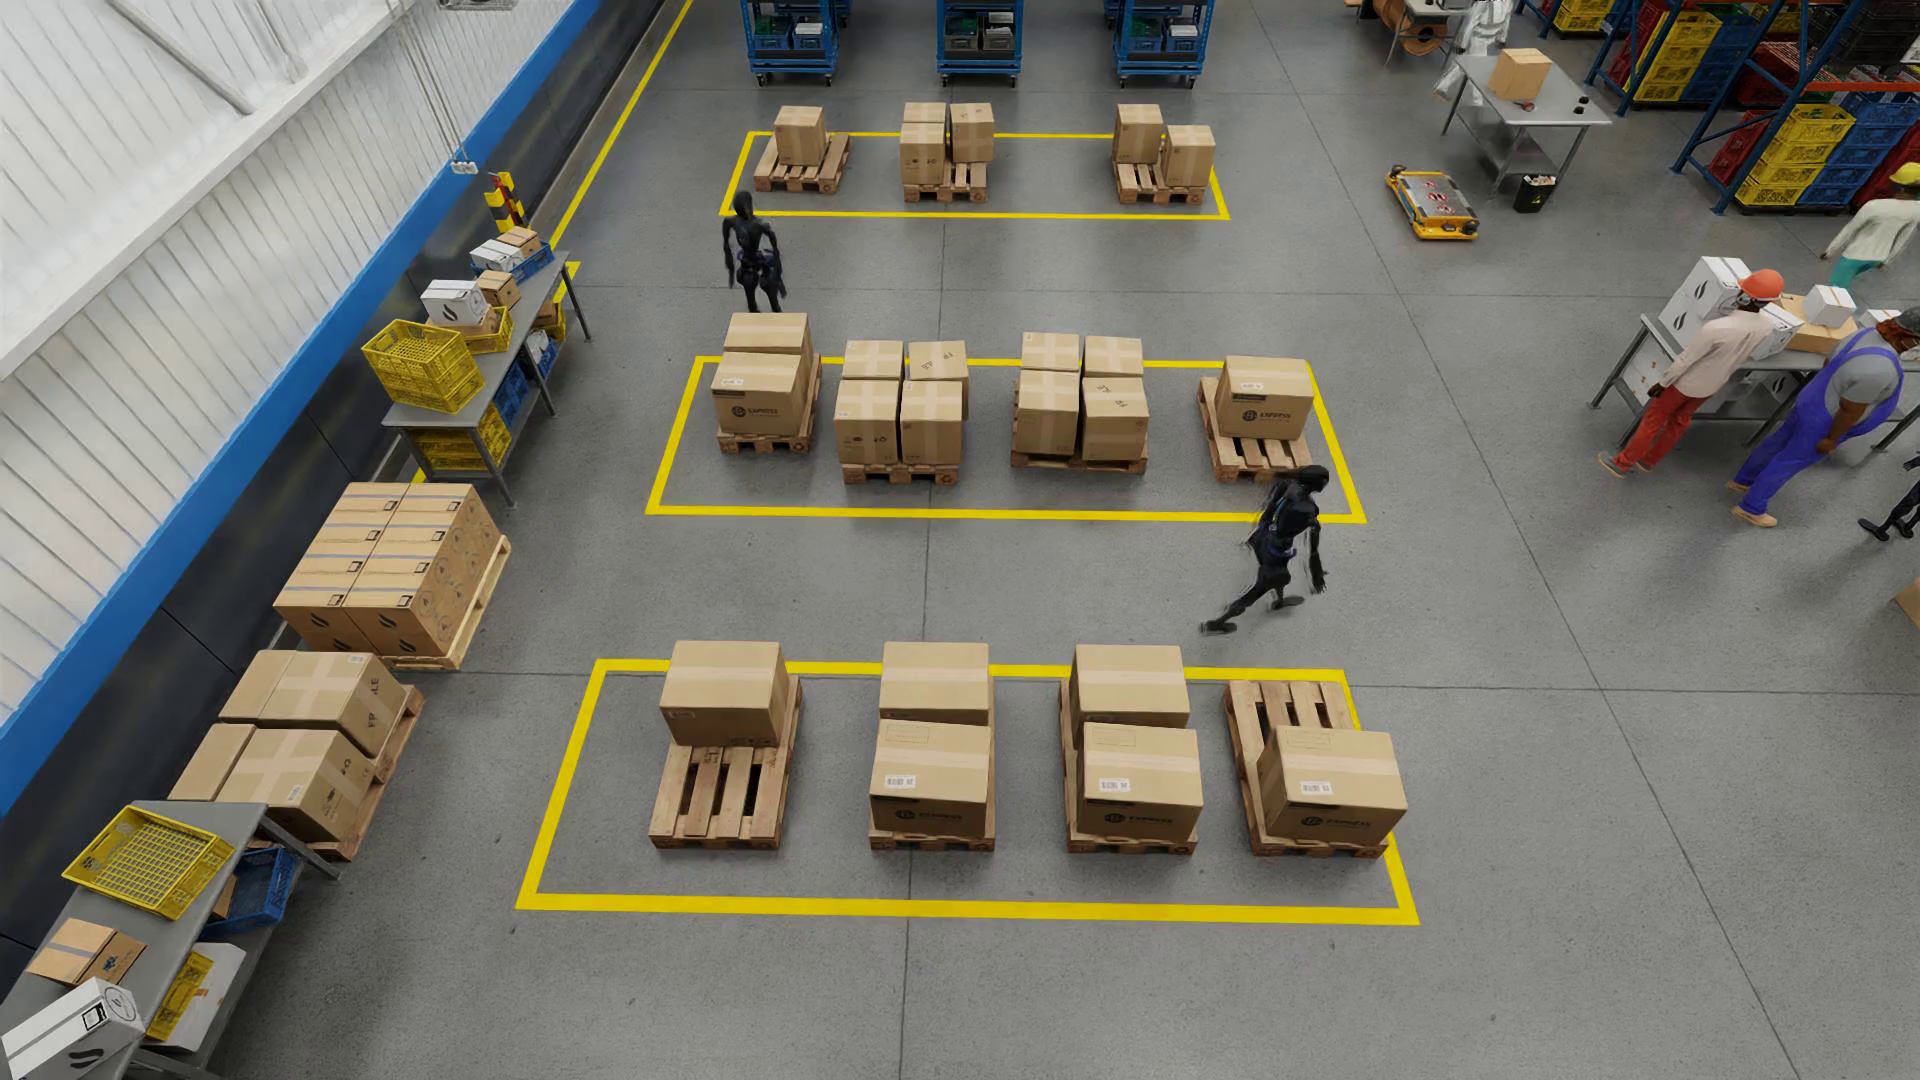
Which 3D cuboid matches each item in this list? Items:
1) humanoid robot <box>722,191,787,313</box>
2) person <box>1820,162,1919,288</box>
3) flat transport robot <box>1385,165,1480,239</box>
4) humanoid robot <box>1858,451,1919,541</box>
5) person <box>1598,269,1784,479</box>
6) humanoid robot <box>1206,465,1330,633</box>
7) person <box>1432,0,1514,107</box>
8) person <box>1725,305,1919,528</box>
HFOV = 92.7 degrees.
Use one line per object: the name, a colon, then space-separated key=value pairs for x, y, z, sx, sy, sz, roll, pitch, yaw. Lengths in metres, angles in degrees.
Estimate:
humanoid robot: x=-1.973 y=-2.582 z=8.835 sx=0.623 sy=1.644 sz=0.355 roll=9 pitch=50 yaw=8
person: x=8.809 y=-2.799 z=8.983 sx=0.535 sy=1.733 sz=0.663 roll=3 pitch=49 yaw=2
flat transport robot: x=5.692 y=-4.094 z=11.059 sx=0.652 sy=0.197 sz=1.431 roll=1 pitch=49 yaw=1
humanoid robot: x=7.834 y=-0.654 z=7.157 sx=0.590 sy=1.659 sz=0.327 roll=-4 pitch=49 yaw=-4
person: x=6.032 y=-1.319 z=7.544 sx=0.616 sy=1.990 sz=0.394 roll=-8 pitch=50 yaw=-7
humanoid robot: x=2.272 y=0.096 z=6.549 sx=0.809 sy=1.622 sz=0.559 roll=-3 pitch=49 yaw=-2
person: x=7.048 y=-6.737 z=12.327 sx=0.586 sy=1.835 sz=0.931 roll=-29 pitch=55 yaw=-23
person: x=6.876 y=-0.978 z=7.209 sx=0.537 sy=2.000 sz=0.673 roll=19 pitch=52 yaw=16
